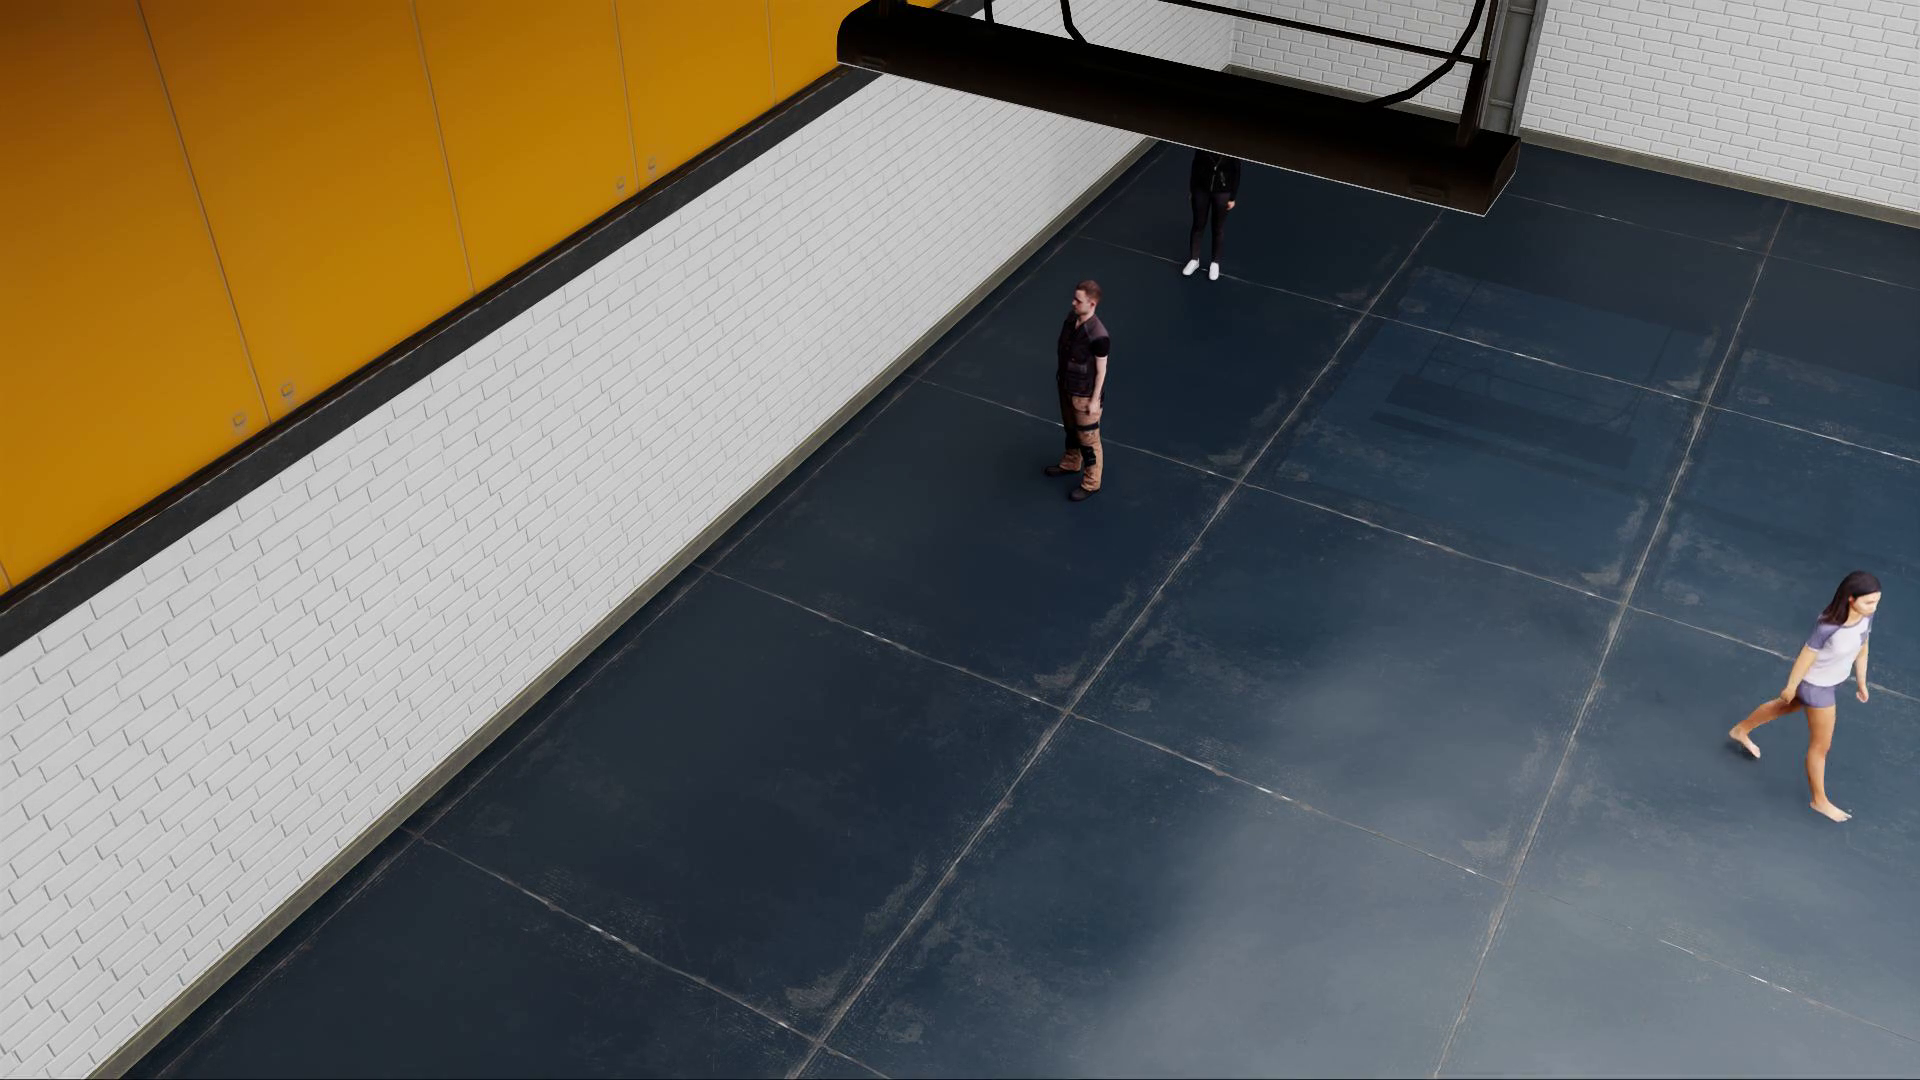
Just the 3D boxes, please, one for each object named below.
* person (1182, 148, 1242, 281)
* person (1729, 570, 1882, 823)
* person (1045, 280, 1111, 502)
[{"bbox_3d":[2.339,-3.216,15.324,0.502,1.685,0.684,16,41,19],"label":"person"},{"bbox_3d":[5.228,0.831,10.260,0.914,1.682,1.202,-24,44,-27],"label":"person"},{"bbox_3d":[0.940,-1.168,12.634,0.837,1.842,0.728,-18,42,-21],"label":"person"}]
